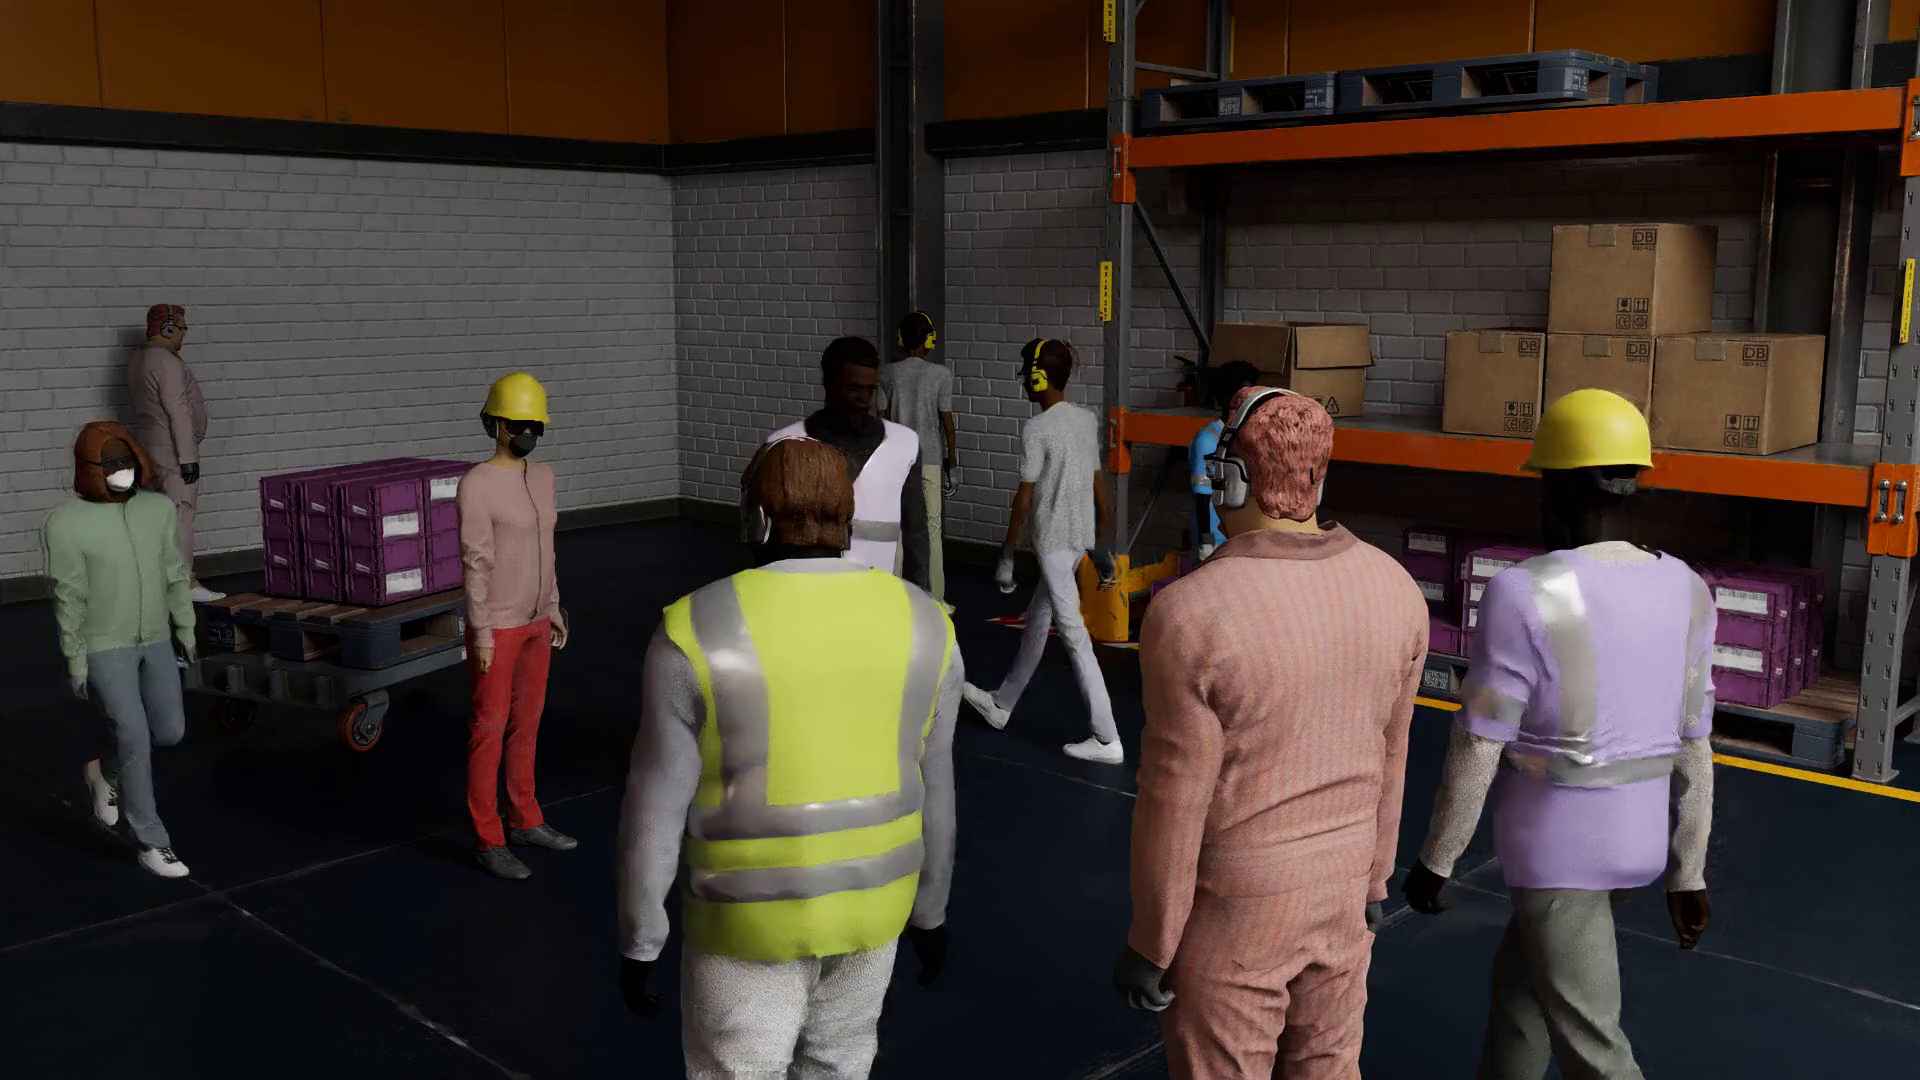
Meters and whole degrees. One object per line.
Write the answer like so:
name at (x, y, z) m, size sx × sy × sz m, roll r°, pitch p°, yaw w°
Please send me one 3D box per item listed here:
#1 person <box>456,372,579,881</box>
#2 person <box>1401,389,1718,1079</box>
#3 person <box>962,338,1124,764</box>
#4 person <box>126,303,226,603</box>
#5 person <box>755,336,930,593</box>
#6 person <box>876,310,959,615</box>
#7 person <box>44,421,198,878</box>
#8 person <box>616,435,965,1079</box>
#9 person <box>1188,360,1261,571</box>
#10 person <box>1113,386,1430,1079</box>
person at (-1.557, 0.292, 5.874) m, size 0.329 × 1.765 × 0.526 m, roll 3°, pitch 10°, yaw 19°
person at (1.328, 0.636, 3.423) m, size 0.596 × 1.881 × 0.981 m, roll -6°, pitch 11°, yaw -32°
person at (0.351, 0.035, 7.289) m, size 0.973 × 1.810 × 0.543 m, roll 7°, pitch 11°, yaw 35°
person at (-5.005, -0.548, 10.601) m, size 0.639 × 1.903 × 0.409 m, roll 9°, pitch 13°, yaw 43°
person at (-0.426, 0.220, 5.913) m, size 0.607 × 1.892 × 0.551 m, roll -3°, pitch 10°, yaw -18°
person at (-0.264, -0.451, 10.103) m, size 0.531 × 1.869 × 0.310 m, roll 2°, pitch 10°, yaw 13°
person at (-2.976, 0.374, 5.853) m, size 0.583 × 1.612 × 0.510 m, roll 5°, pitch 10°, yaw 26°
person at (-0.278, 0.722, 3.087) m, size 0.663 × 1.817 × 0.634 m, roll -5°, pitch 10°, yaw -27°
person at (1.266, -0.003, 7.880) m, size 0.317 × 1.696 × 0.540 m, roll 7°, pitch 12°, yaw 38°
person at (0.554, 0.668, 3.129) m, size 0.643 × 1.908 × 0.408 m, roll -6°, pitch 11°, yaw -33°
